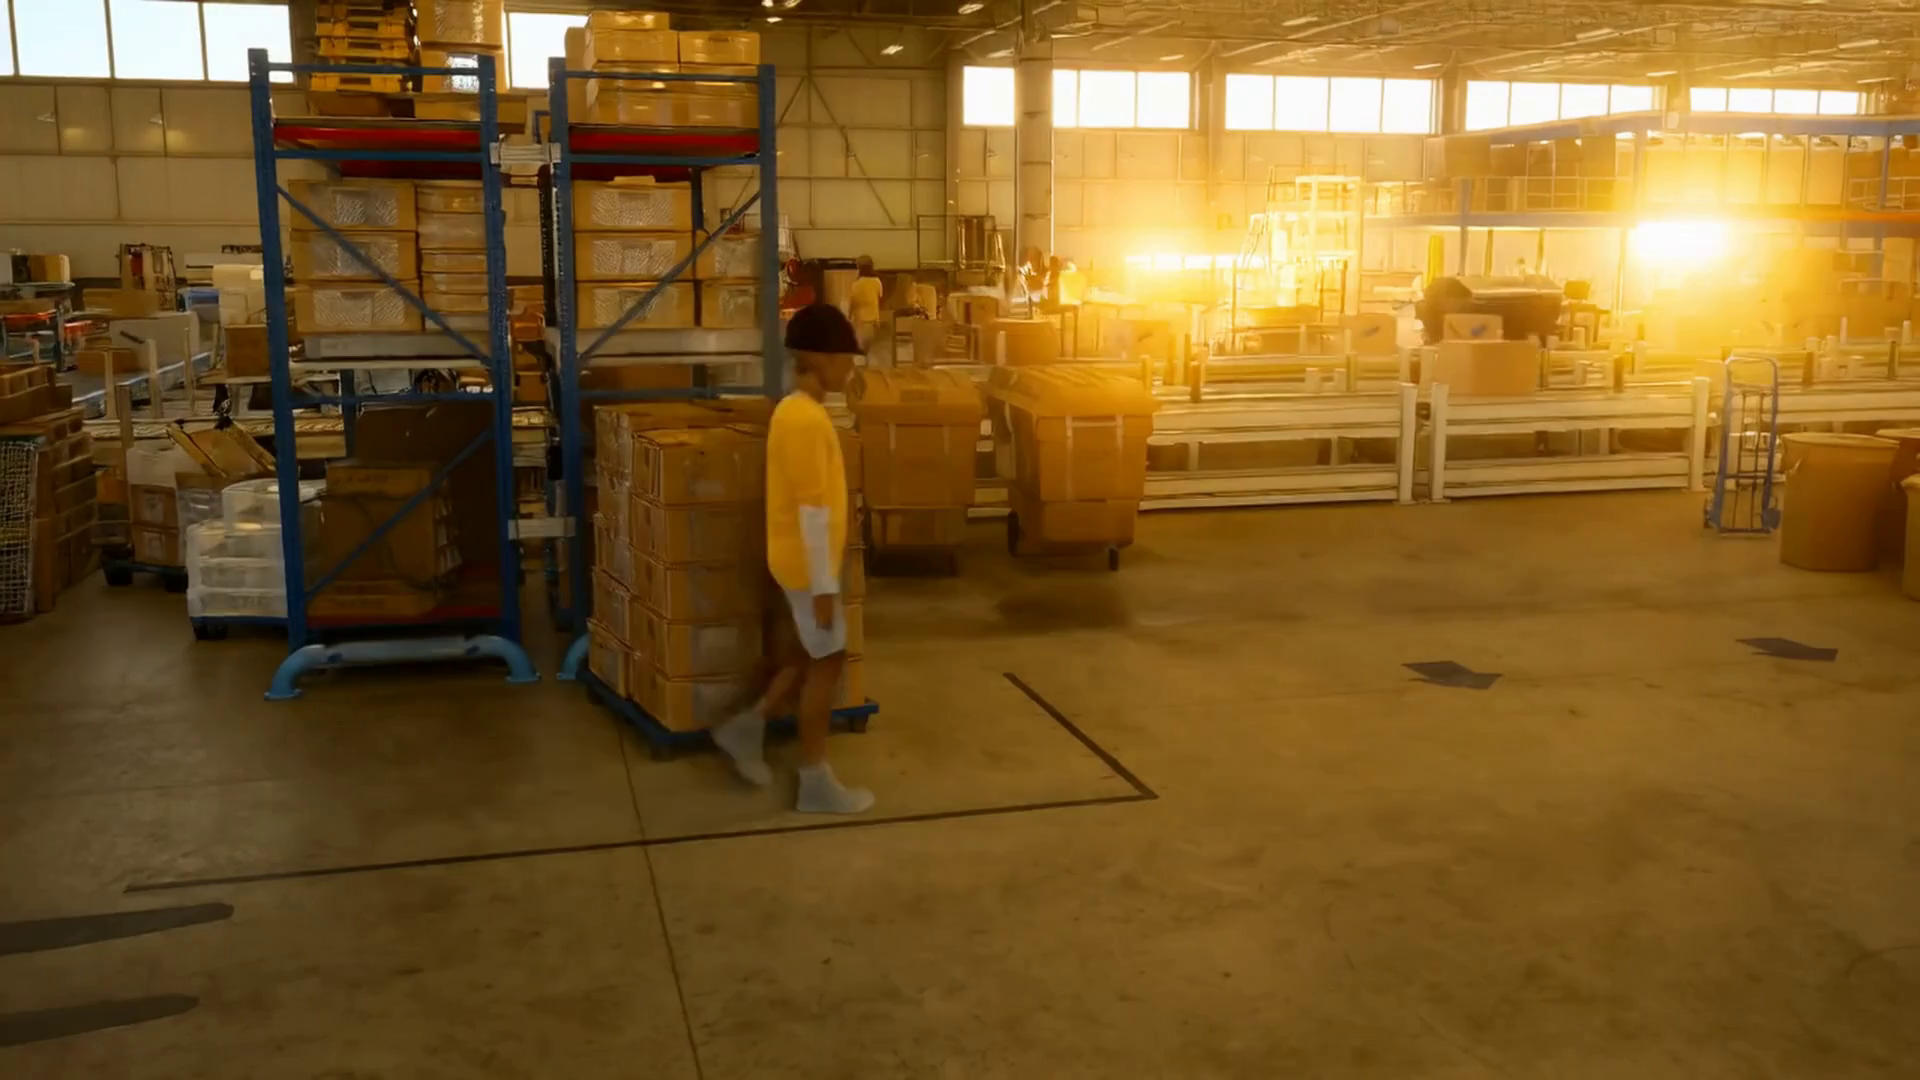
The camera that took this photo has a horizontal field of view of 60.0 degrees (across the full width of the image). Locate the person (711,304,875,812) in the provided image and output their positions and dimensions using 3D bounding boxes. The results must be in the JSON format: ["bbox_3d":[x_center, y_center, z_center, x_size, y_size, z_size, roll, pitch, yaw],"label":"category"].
[{"bbox_3d":[-0.604,0.084,6.216,0.537,1.922,0.554,-1,10,-7],"label":"person"}]

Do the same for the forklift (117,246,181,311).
[{"bbox_3d":[-19.966,-6.232,40.894,1.157,1.987,2.680,-3,10,-15],"label":"forklift"}]

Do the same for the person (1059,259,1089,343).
[{"bbox_3d":[2.515,-5.277,36.764,0.665,1.852,0.991,0,10,3],"label":"person"}]

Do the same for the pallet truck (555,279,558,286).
[{"bbox_3d":[-10.604,-6.375,44.520,0.653,1.274,1.630,-3,10,-15],"label":"pallet truck"}]

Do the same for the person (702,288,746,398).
[{"bbox_3d":[-2.475,-1.749,16.947,0.611,1.800,0.681,1,10,8],"label":"person"}]

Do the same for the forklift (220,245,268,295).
[{"bbox_3d":[-17.749,-6.334,41.440,1.157,1.987,2.680,-3,10,-17],"label":"forklift"}]

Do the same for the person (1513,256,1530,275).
[{"bbox_3d":[16.705,-7.538,49.568,0.505,1.847,0.347,-1,10,-4],"label":"person"}]

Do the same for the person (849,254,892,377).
[{"bbox_3d":[-1.437,-3.585,26.740,0.985,2.011,0.618,8,13,39],"label":"person"}]
